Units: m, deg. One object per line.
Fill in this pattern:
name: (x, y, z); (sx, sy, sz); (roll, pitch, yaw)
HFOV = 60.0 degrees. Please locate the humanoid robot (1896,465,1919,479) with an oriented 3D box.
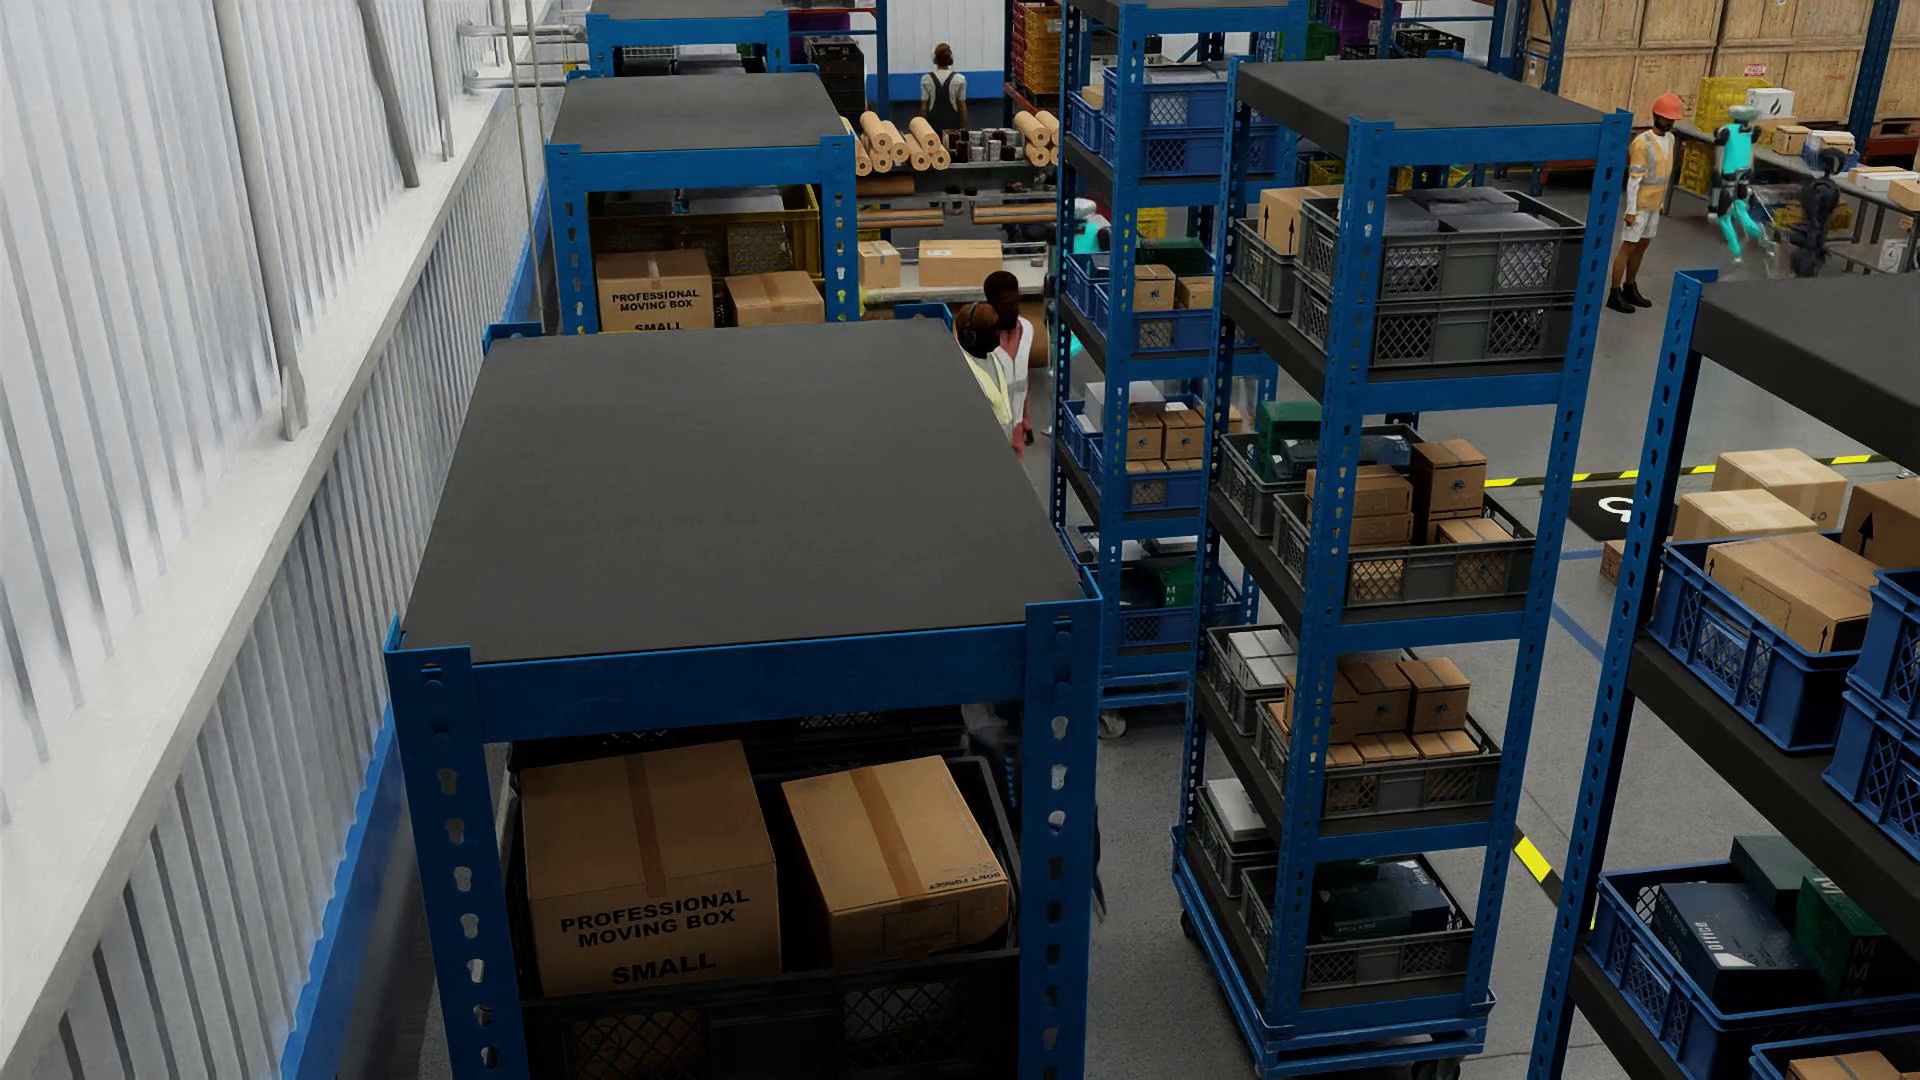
humanoid robot: (6.425, -1.142, 10.869); (0.735, 1.673, 0.533); (-11, 27, -22)

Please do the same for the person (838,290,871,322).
person: (-0.673, -0.714, 10.162); (0.480, 1.681, 0.901); (15, 28, 29)

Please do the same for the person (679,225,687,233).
person: (-1.886, -1.435, 11.324); (0.657, 2.018, 0.522); (-17, 30, -32)

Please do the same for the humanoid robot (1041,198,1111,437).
humanoid robot: (0.736, -1.519, 11.874); (0.561, 1.739, 1.041); (15, 28, 29)

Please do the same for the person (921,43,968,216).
person: (-0.166, -4.444, 18.095); (0.519, 1.841, 0.339); (2, 25, 4)

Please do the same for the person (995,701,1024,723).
person: (-0.073, 0.118, 8.318); (0.605, 1.710, 0.763); (-13, 28, -26)

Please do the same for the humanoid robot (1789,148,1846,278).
humanoid robot: (7.087, -2.488, 14.021); (0.493, 1.636, 0.585); (15, 29, 30)

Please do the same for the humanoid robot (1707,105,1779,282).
humanoid robot: (7.213, -2.982, 15.037); (0.556, 1.752, 0.984); (-13, 28, -26)

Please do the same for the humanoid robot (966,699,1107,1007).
humanoid robot: (0.245, 1.186, 6.044); (0.603, 1.645, 0.571); (6, 25, 12)

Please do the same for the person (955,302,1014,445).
person: (0.087, -0.451, 9.397); (0.431, 1.844, 0.623); (9, 26, 19)

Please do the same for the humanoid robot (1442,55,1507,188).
humanoid robot: (5.466, -4.445, 18.211); (0.548, 1.739, 1.014); (-18, 30, -34)

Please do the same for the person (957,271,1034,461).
person: (0.200, -0.651, 9.741); (0.373, 1.916, 0.595); (21, 32, 38)

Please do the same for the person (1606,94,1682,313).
person: (6.132, -2.997, 14.820); (0.549, 1.933, 0.367); (-18, 30, -34)

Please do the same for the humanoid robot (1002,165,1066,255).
humanoid robot: (0.665, -2.596, 14.258); (0.597, 1.641, 0.381); (-10, 27, -21)

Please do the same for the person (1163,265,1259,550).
person: (1.554, -0.871, 10.346); (0.601, 1.813, 0.924); (-3, 25, -7)

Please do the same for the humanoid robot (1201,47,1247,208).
humanoid robot: (2.812, -4.443, 18.215); (0.549, 1.761, 0.981); (14, 28, 28)

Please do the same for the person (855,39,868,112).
person: (-1.265, -4.671, 18.579); (0.566, 1.836, 0.385); (-19, 31, -35)
